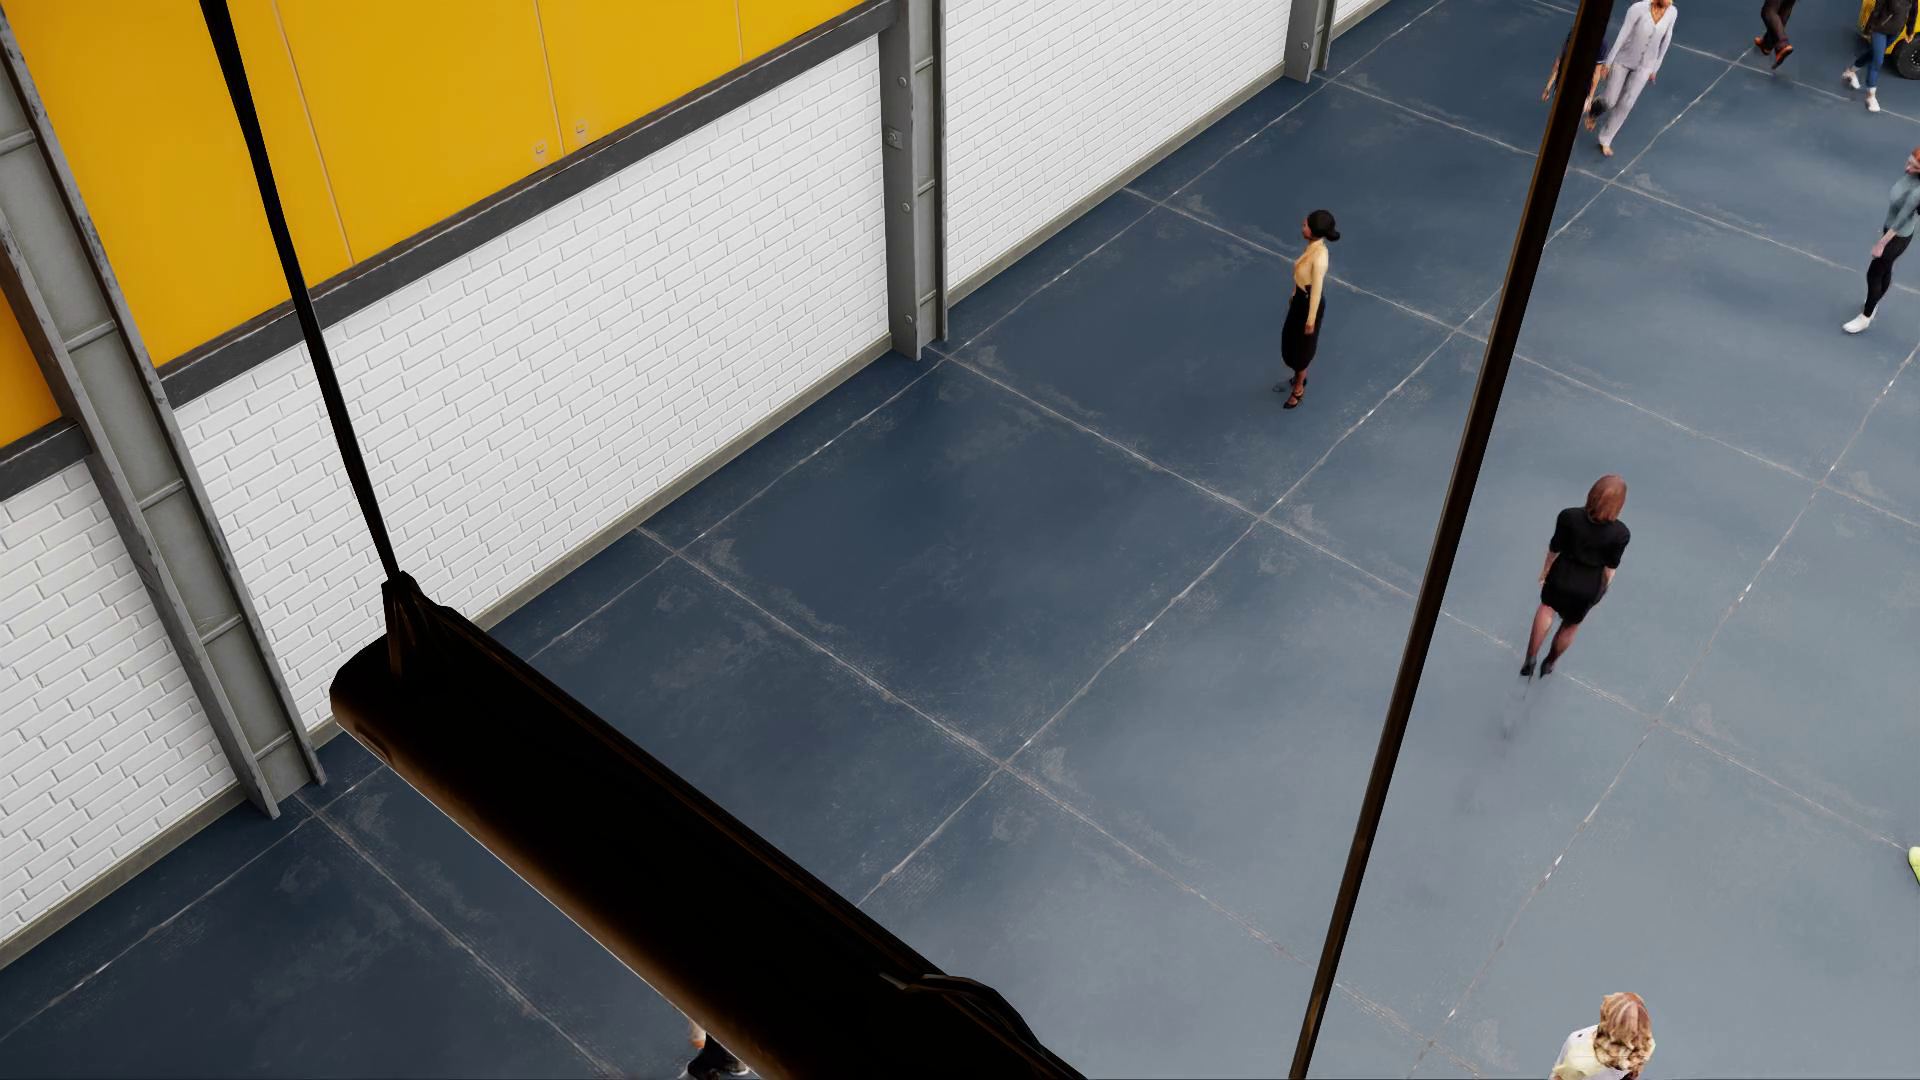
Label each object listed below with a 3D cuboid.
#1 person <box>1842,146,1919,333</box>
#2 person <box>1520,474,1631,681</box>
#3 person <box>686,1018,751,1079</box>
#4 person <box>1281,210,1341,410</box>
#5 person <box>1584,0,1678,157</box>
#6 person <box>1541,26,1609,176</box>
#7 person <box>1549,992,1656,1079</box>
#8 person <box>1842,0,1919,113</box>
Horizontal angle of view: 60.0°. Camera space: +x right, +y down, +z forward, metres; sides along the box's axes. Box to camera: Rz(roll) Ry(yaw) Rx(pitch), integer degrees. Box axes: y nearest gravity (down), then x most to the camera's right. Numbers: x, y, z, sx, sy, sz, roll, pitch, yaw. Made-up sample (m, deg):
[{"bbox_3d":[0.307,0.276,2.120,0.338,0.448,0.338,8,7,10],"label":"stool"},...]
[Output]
[{"bbox_3d":[7.496,-2.442,13.293,0.862,1.718,0.573,28,50,26],"label":"person"},{"bbox_3d":[3.829,0.316,10.412,0.636,1.699,0.735,24,48,23],"label":"person"},{"bbox_3d":[-1.338,2.347,8.457,0.731,1.454,0.642,7,44,7],"label":"person"},{"bbox_3d":[2.639,-1.734,12.606,0.751,1.640,0.669,-8,44,-8],"label":"person"},{"bbox_3d":[6.209,-4.450,15.407,0.923,1.709,0.988,5,44,5],"label":"person"},{"bbox_3d":[5.553,-4.029,14.934,0.691,1.754,0.661,-22,48,-21],"label":"person"},{"bbox_3d":[2.983,2.707,7.888,0.704,1.718,0.795,-18,47,-18],"label":"person"},{"bbox_3d":[8.976,-4.997,16.172,0.971,1.448,0.953,-10,45,-10],"label":"person"}]
